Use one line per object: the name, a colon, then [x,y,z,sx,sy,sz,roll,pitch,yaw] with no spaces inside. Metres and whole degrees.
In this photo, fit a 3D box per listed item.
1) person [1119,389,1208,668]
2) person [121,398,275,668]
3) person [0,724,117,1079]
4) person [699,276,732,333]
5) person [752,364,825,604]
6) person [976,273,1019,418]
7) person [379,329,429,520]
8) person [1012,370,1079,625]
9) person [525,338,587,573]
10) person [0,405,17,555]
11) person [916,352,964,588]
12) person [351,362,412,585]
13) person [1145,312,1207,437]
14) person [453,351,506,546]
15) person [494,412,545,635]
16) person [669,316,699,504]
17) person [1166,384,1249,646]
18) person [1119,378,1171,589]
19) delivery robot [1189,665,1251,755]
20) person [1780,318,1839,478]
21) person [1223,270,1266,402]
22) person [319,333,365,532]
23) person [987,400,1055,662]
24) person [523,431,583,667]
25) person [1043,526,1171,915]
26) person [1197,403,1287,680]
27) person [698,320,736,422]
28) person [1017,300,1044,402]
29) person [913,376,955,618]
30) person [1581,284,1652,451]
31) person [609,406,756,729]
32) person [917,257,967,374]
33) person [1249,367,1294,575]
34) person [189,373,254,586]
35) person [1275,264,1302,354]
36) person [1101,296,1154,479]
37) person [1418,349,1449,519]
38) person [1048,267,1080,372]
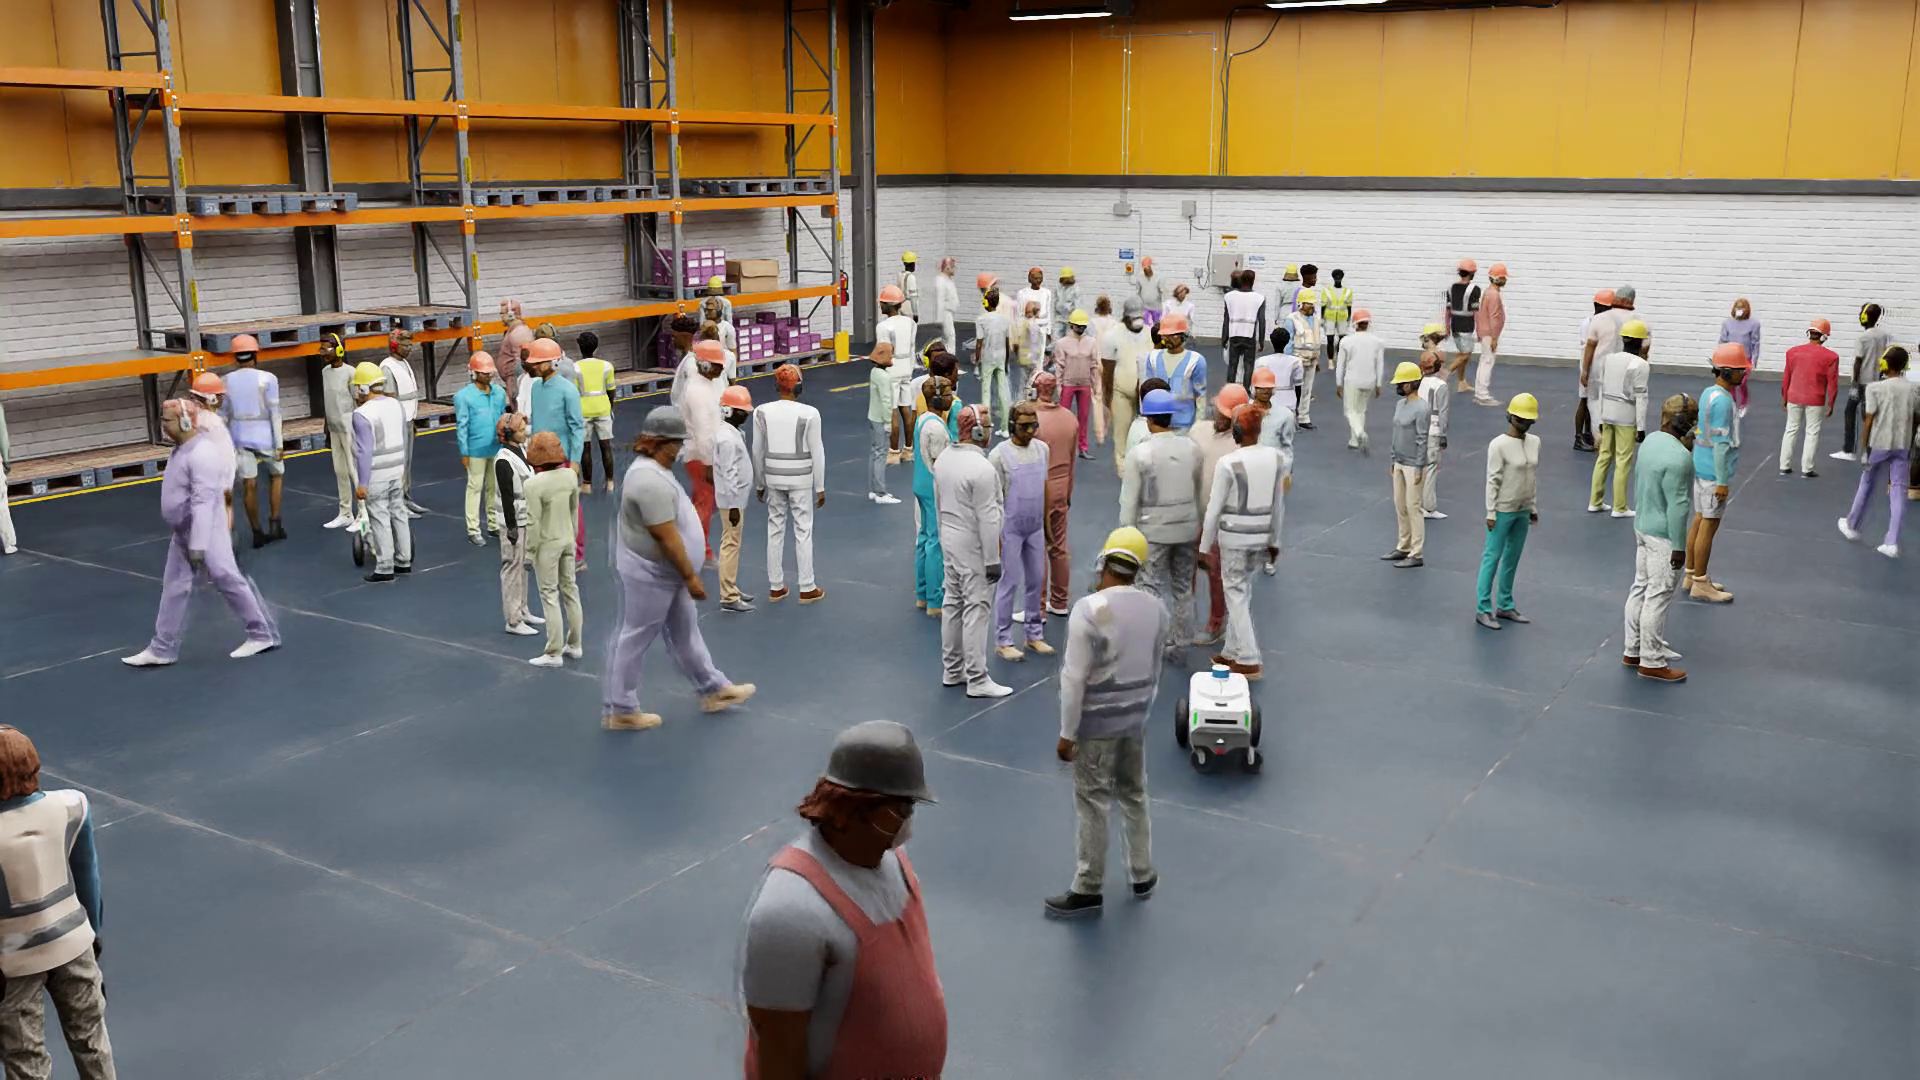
person: [1.381,-0.052,11.278,0.685,1.936,0.465,-4,14,-19]
person: [-5.260,-0.047,11.423,0.983,1.866,0.663,-11,17,-39]
person: [-3.109,1.408,5.576,0.314,1.641,0.515,8,15,32]
person: [-3.576,-2.993,24.438,0.483,1.745,0.305,0,13,2]
person: [-1.333,-0.433,13.036,0.583,1.877,0.337,4,14,16]
person: [0.450,-2.604,22.310,0.750,1.941,0.694,10,16,36]
person: [-5.428,-1.122,16.118,0.390,1.838,0.563,-1,13,-3]
person: [0.601,-0.322,12.497,0.403,1.906,0.651,11,17,40]
person: [-3.407,-0.702,13.954,0.618,1.990,0.402,11,17,40]
person: [-8.558,-0.646,14.497,0.515,1.637,0.314,-9,16,-34]
person: [-0.144,-0.567,13.535,0.392,1.919,0.593,-9,16,-35]
person: [-4.765,-0.547,13.640,0.404,1.827,0.600,4,13,16]
person: [1.992,-1.113,15.629,0.616,2.041,0.379,7,15,29]
person: [-4.286,-0.835,15.058,0.341,1.750,0.566,9,16,33]
person: [-3.259,-0.125,12.227,0.306,1.640,0.521,-1,13,-2]
person: [-2.620,-1.187,16.135,0.361,1.955,0.613,-3,13,-13]
person: [1.771,-0.156,11.708,0.689,1.932,0.632,11,17,39]
person: [1.350,-0.219,12.026,0.384,1.917,0.596,0,13,-2]
delivery robot: [1.508,0.969,9.654,0.477,0.478,0.707,2,13,7]
person: [9.296,-1.552,18.203,0.353,1.738,0.575,-13,18,-43]
person: [4.013,-2.860,23.514,0.602,1.906,0.411,5,14,20]
person: [-5.774,-1.008,15.557,0.535,1.868,0.309,8,15,31]
person: [0.422,-0.067,11.556,0.524,1.833,0.339,-9,16,-34]
person: [-2.809,0.056,11.447,0.278,1.636,0.505,6,14,26]
person: [0.669,0.846,7.702,0.669,1.789,0.406,-11,17,-40]
person: [1.867,0.007,11.137,0.605,1.877,0.527,-8,15,-32]
person: [-2.515,-1.310,16.918,0.504,1.847,0.345,-4,14,-17]
person: [0.988,-2.323,21.791,0.562,1.616,0.531,-3,13,-14]
person: [-0.181,-0.331,12.669,0.345,1.847,0.504,-4,14,-17]
person: [7.683,-2.005,19.504,0.747,2.000,0.608,3,13,12]
person: [-1.725,0.151,10.152,0.990,2.000,0.685,-2,13,-7]
person: [-0.300,-3.621,26.878,0.756,1.884,0.647,1,13,6]
person: [2.500,-0.576,13.925,0.562,1.755,0.318,2,13,8]
person: [-6.034,-0.481,13.525,0.328,1.751,0.561,-11,17,-39]
person: [5.420,-3.668,27.366,0.492,1.743,0.296,2,13,10]
person: [1.863,-1.659,18.000,0.707,2.000,0.544,-4,14,-18]
person: [4.532,-1.026,16.126,0.309,1.645,0.515,-6,14,-25]
person: [1.692,-3.570,26.985,0.510,1.709,0.571,8,15,32]
